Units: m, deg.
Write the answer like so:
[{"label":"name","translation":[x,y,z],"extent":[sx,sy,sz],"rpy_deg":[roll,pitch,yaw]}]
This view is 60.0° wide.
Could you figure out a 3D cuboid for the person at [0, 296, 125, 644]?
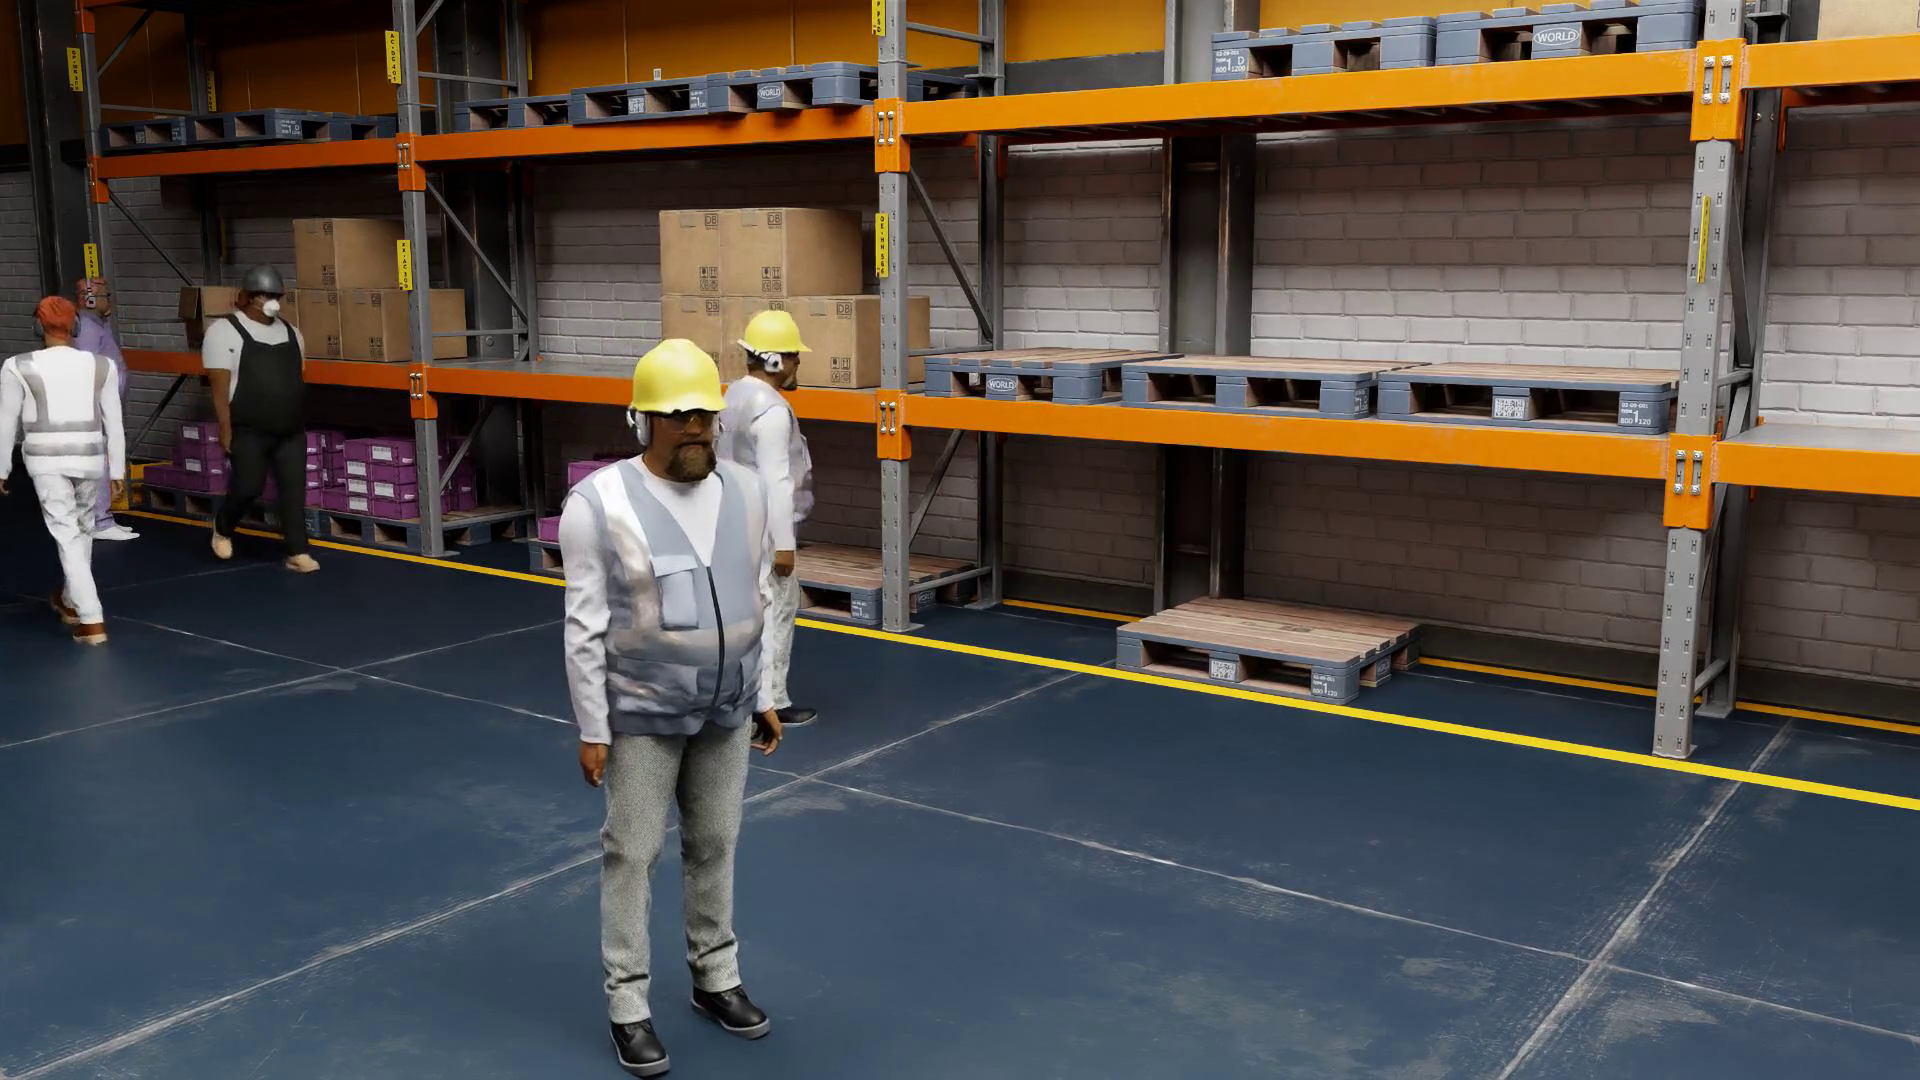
[{"label":"person","translation":[-4.834,-0.385,8.951],"extent":[0.972,1.835,0.593],"rpy_deg":[9,13,42]}]

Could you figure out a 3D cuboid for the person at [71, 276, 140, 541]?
[{"label":"person","translation":[-6.249,-0.952,12.110],"extent":[0.403,1.910,0.637],"rpy_deg":[-6,11,-30]}]

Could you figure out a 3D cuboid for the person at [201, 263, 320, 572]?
[{"label":"person","translation":[-4.559,-0.803,10.820],"extent":[0.740,2.000,0.691],"rpy_deg":[7,12,37]}]

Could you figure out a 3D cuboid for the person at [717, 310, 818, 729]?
[{"label":"person","translation":[-0.838,-0.073,7.134],"extent":[0.440,1.814,0.617],"rpy_deg":[-4,10,-22]}]

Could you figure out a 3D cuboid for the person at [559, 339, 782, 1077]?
[{"label":"person","translation":[-0.702,0.410,4.212],"extent":[0.592,1.832,0.404],"rpy_deg":[-8,12,-39]}]
